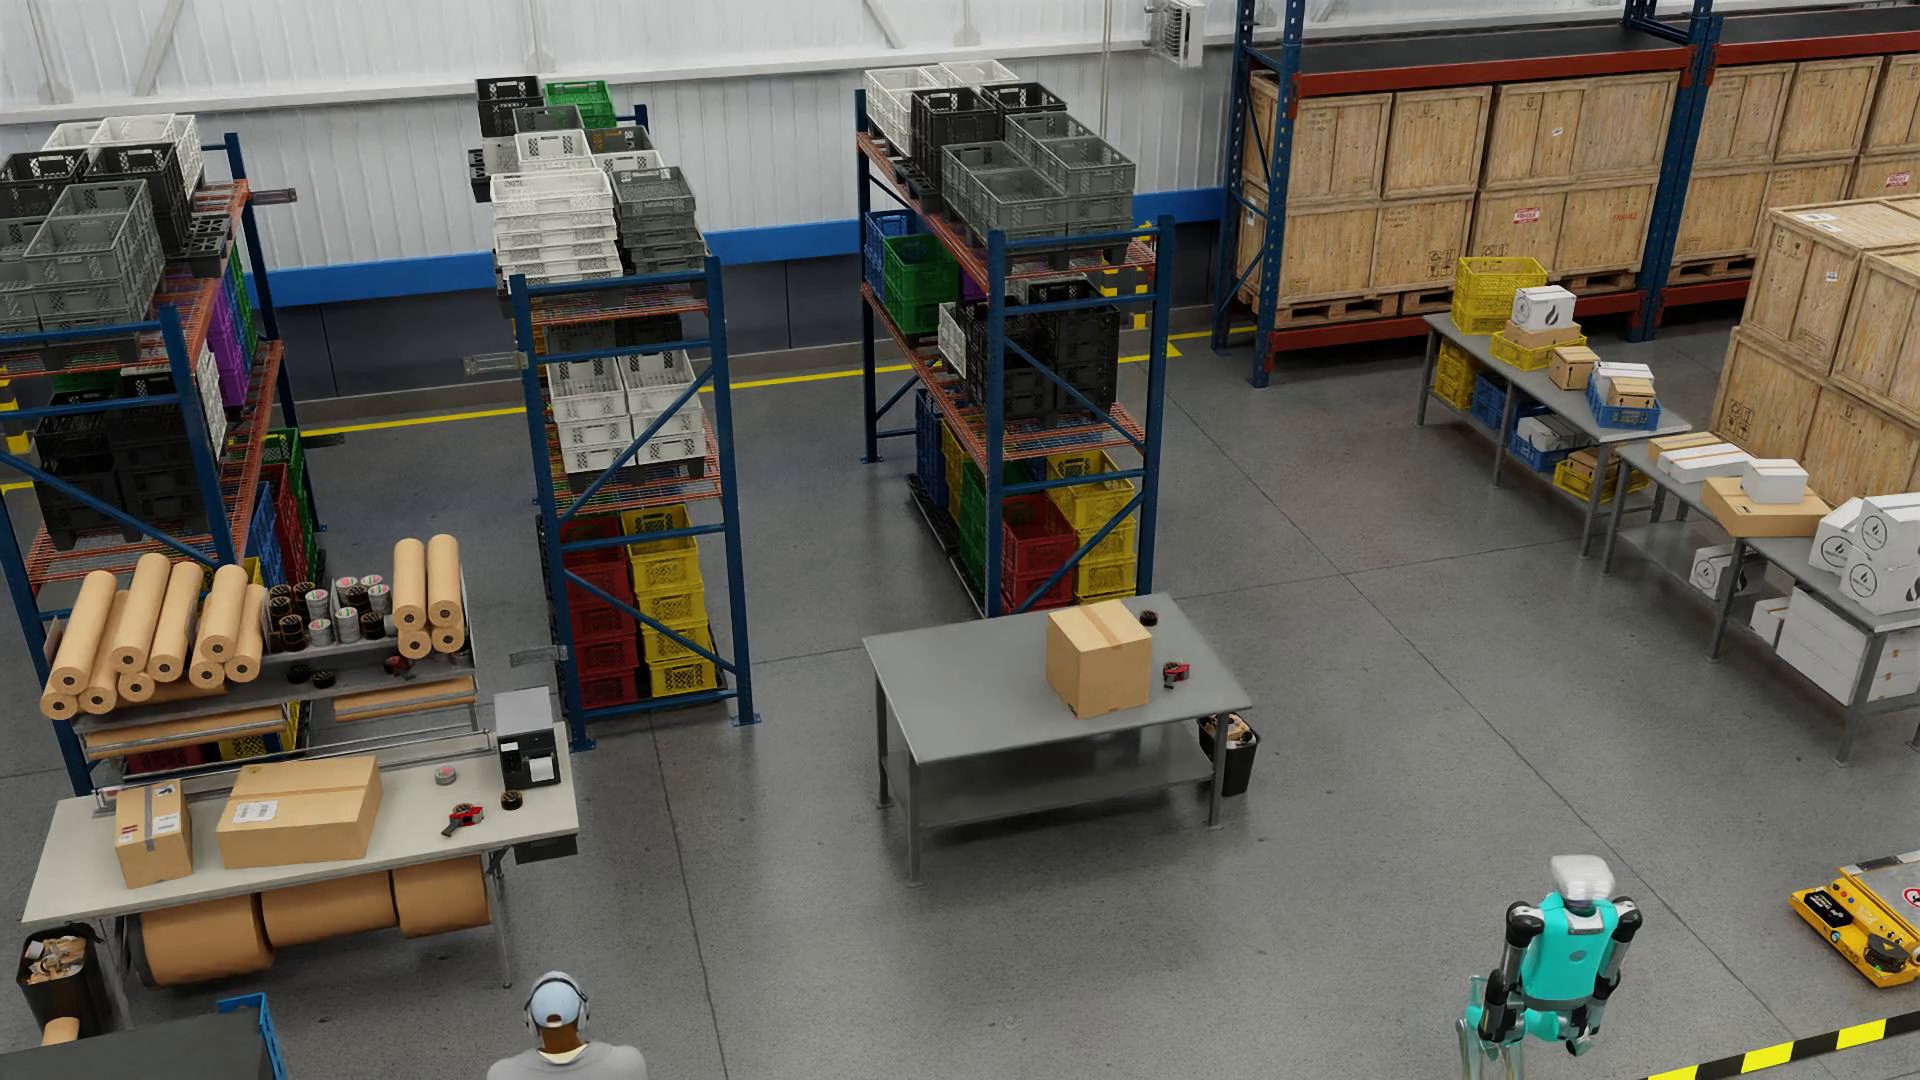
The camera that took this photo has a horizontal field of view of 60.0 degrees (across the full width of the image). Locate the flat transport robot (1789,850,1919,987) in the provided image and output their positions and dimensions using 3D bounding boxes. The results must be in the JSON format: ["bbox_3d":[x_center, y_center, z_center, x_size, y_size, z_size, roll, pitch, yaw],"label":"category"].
[{"bbox_3d":[5.163,1.916,8.676,1.431,0.231,0.659,-8,30,-14],"label":"flat transport robot"}]

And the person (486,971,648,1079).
[{"bbox_3d":[-1.413,2.344,6.255,0.587,1.850,0.393,-5,29,-9],"label":"person"}]

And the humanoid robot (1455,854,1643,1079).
[{"bbox_3d":[2.397,1.890,7.058,0.533,1.677,0.735,-2,29,-4],"label":"humanoid robot"}]
